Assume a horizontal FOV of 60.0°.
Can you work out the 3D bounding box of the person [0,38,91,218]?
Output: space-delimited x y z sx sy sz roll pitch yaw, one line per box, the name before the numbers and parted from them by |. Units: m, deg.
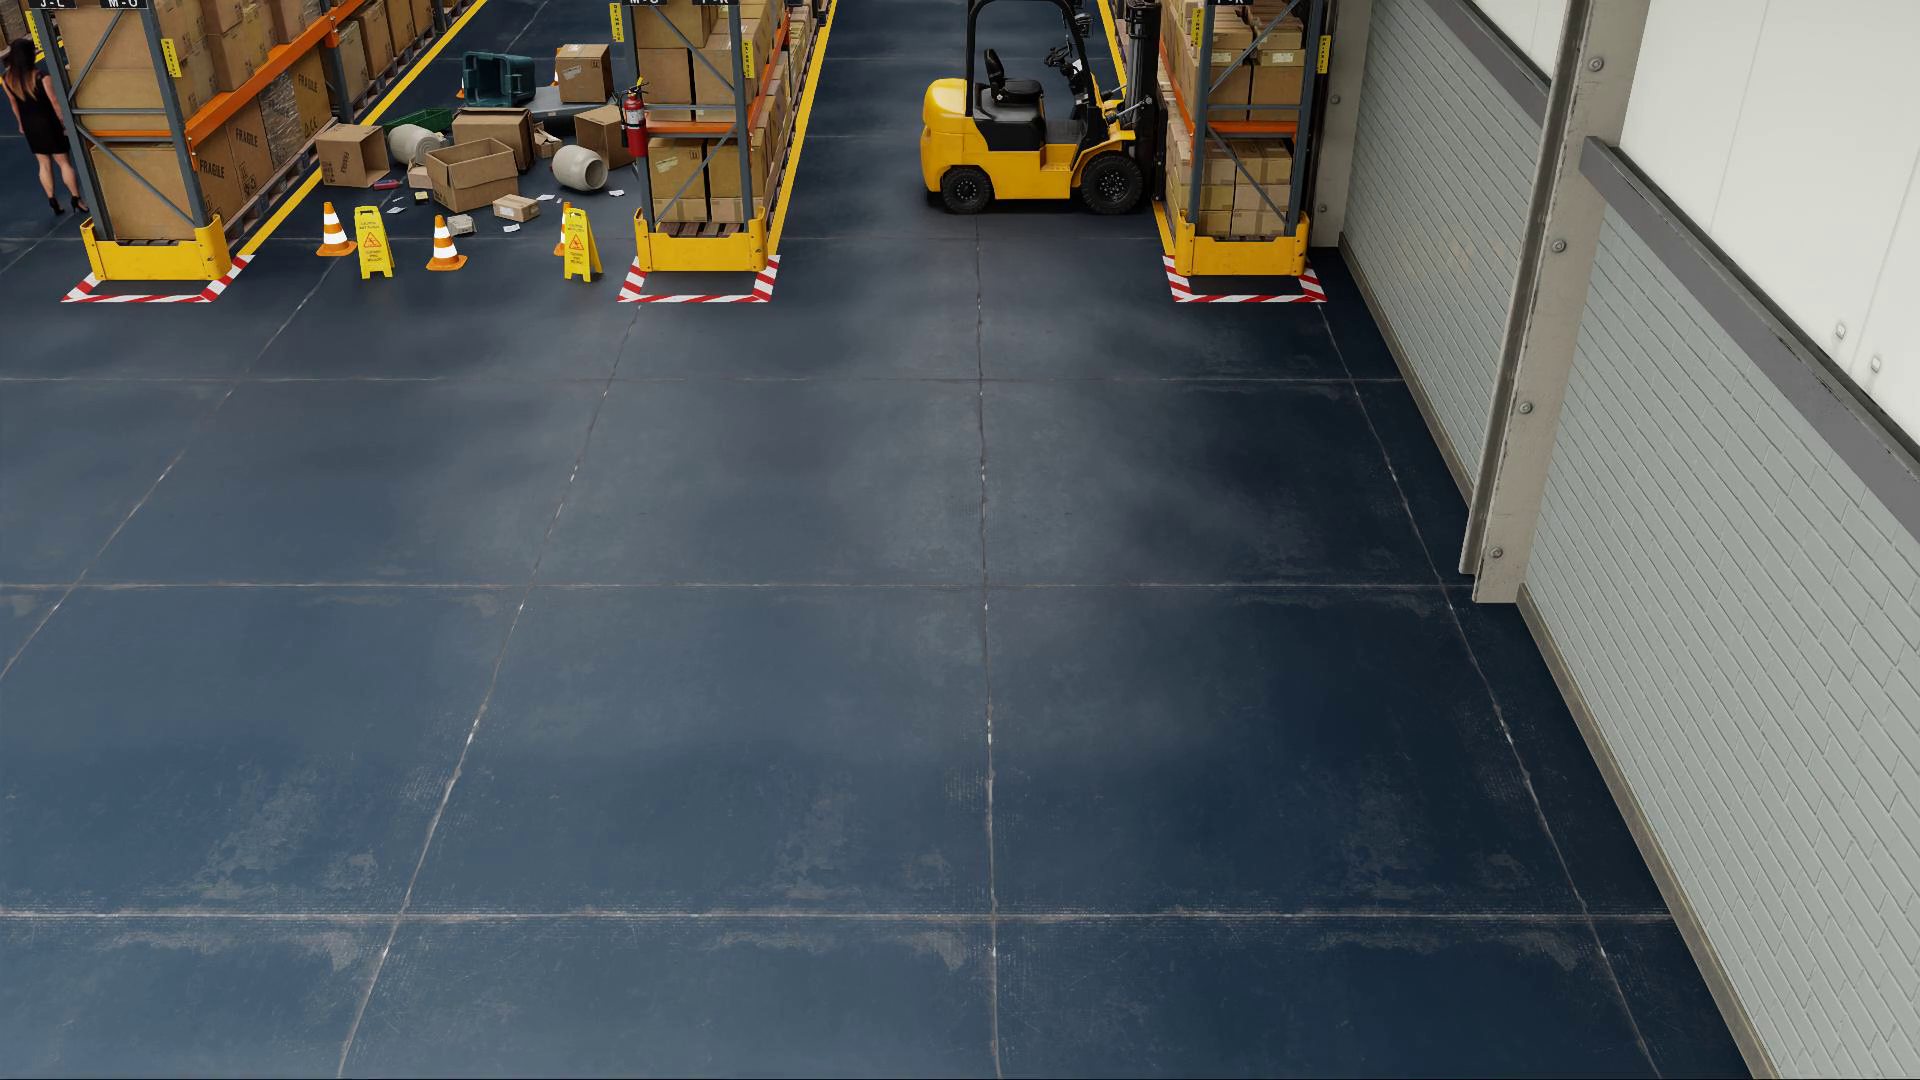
person | -8.874 -3.985 16.113 0.626 1.717 0.578 0 32 0
